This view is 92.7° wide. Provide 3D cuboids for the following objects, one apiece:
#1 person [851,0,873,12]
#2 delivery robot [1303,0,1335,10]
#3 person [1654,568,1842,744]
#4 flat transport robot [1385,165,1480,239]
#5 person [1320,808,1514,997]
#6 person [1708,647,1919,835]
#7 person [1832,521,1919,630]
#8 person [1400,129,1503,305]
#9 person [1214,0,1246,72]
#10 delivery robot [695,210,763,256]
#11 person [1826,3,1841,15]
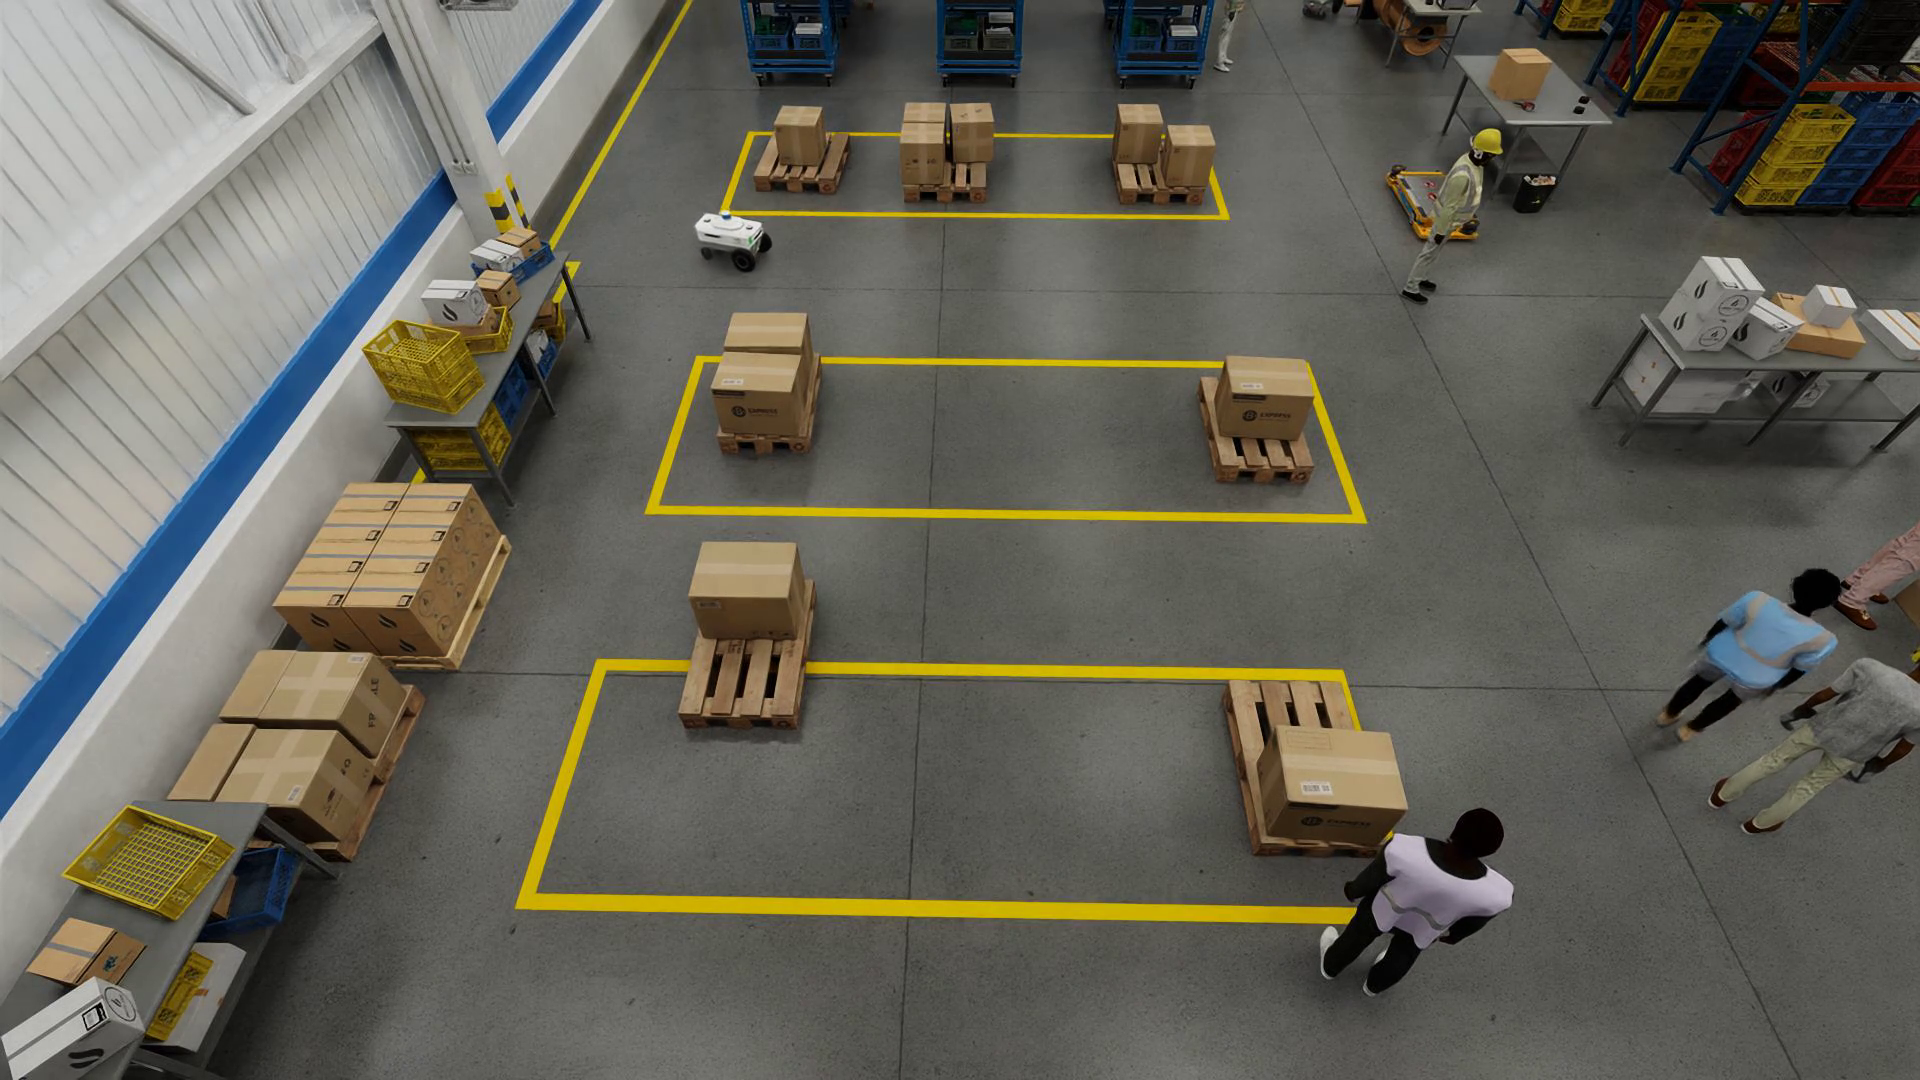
[{"bbox_3d":[-1.578,-9.519,14.651,0.644,1.963,0.527,-7,49,-6],"label":"person"},{"bbox_3d":[5.972,-9.004,15.063,0.477,0.478,0.707,35,58,27],"label":"delivery robot"},{"bbox_3d":[5.054,0.778,5.912,0.356,1.681,0.556,-25,54,-20],"label":"person"},{"bbox_3d":[5.692,-4.094,11.059,0.652,0.197,1.431,1,49,1],"label":"flat transport robot"},{"bbox_3d":[2.326,1.929,4.765,0.597,1.915,0.370,20,52,17],"label":"person"},{"bbox_3d":[5.204,1.184,5.440,0.327,1.874,0.517,-22,53,-18],"label":"person"},{"bbox_3d":[7.111,-0.108,6.536,0.651,1.904,0.403,-35,58,-26],"label":"person"},{"bbox_3d":[5.000,-3.282,9.336,0.403,1.823,0.592,27,54,21],"label":"person"},{"bbox_3d":[3.983,-7.733,13.308,0.310,1.640,0.514,18,52,15],"label":"person"},{"bbox_3d":[-2.574,-3.438,10.245,0.707,0.478,0.477,13,50,11],"label":"delivery robot"},{"bbox_3d":[12.669,-7.740,13.155,0.356,1.885,0.572,25,54,20],"label":"person"}]
